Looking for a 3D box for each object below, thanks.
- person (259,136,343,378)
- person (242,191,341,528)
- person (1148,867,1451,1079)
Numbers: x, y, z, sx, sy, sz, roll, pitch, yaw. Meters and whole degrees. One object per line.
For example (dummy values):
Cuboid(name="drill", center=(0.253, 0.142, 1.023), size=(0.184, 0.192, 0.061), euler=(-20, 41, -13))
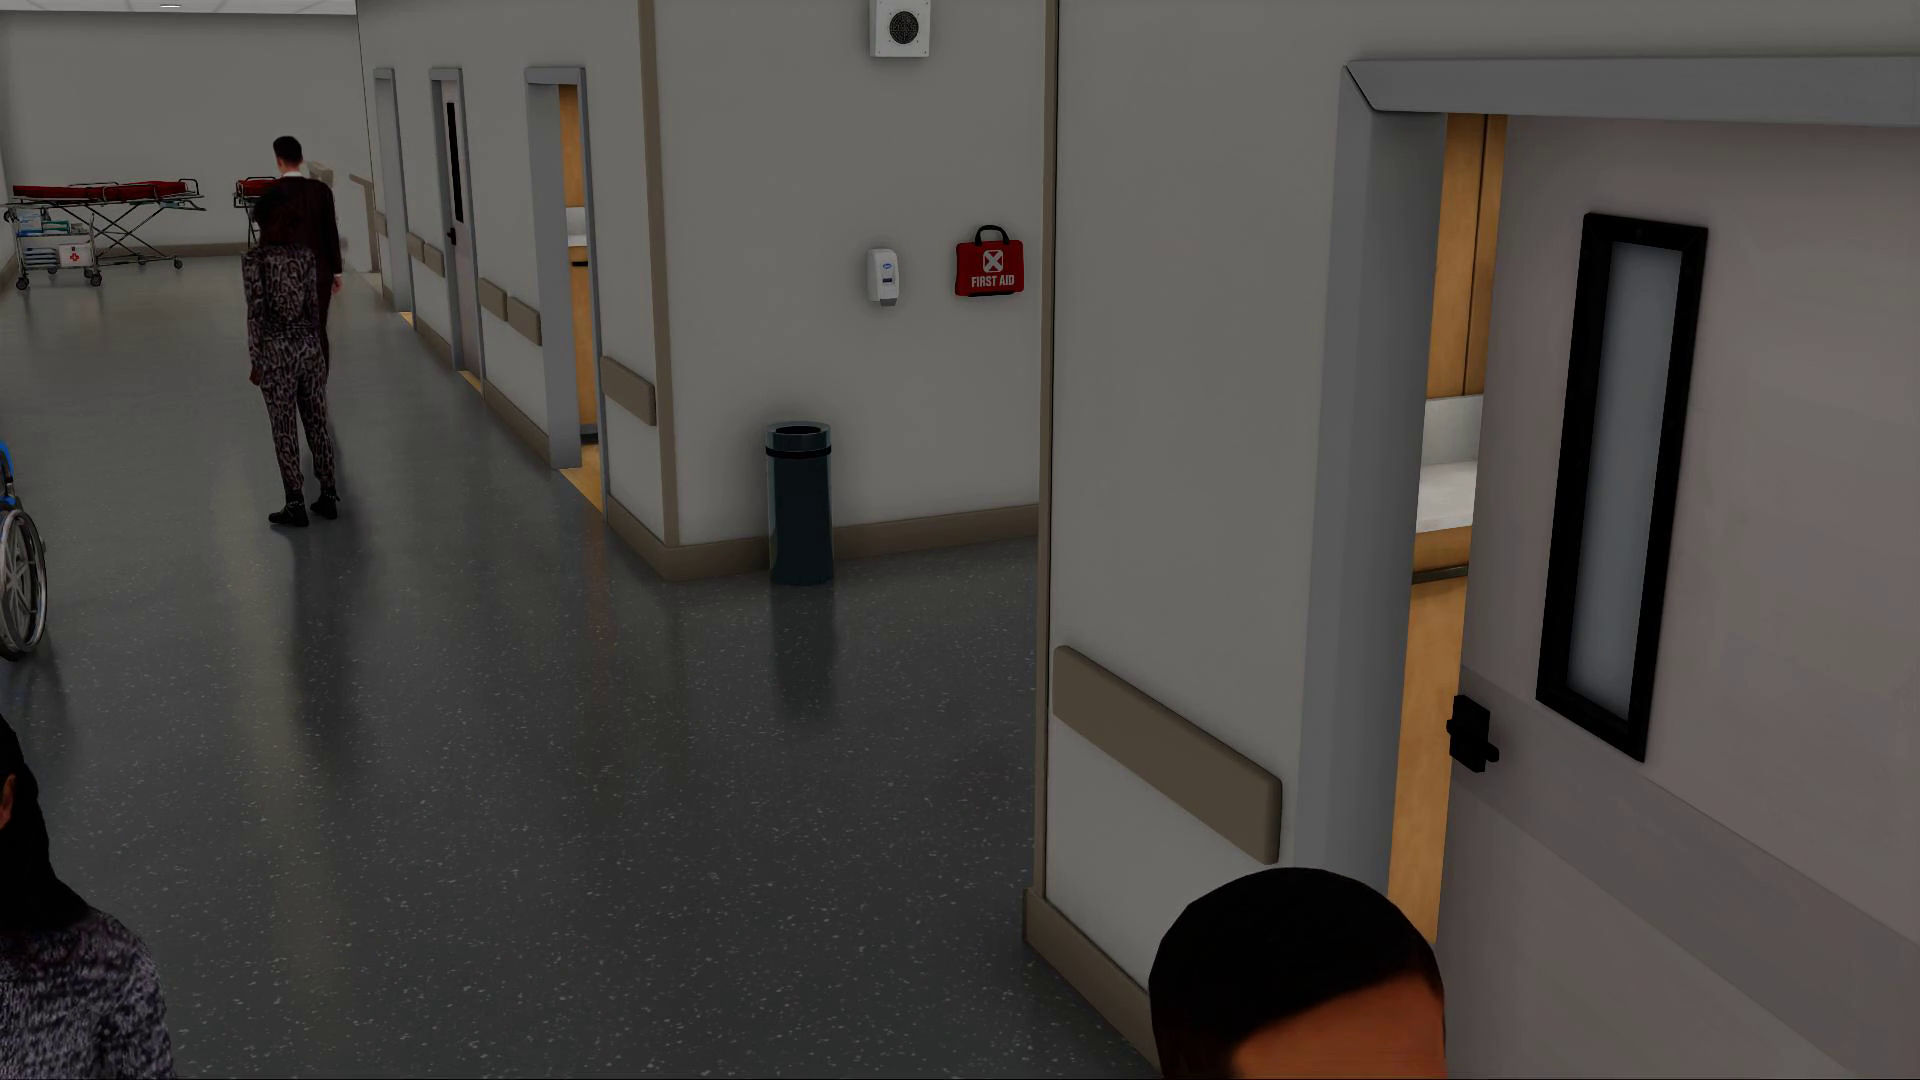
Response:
Cuboid(name="person", center=(-4.554, -1.846, 11.549), size=(0.781, 1.854, 0.850), euler=(-11, 19, -33))
Cuboid(name="person", center=(-3.447, -0.929, 8.557), size=(0.714, 1.714, 0.679), euler=(10, 19, 33))
Cuboid(name="person", center=(0.205, 1.074, 1.275), size=(0.642, 1.810, 0.534), euler=(-7, 17, -22))
